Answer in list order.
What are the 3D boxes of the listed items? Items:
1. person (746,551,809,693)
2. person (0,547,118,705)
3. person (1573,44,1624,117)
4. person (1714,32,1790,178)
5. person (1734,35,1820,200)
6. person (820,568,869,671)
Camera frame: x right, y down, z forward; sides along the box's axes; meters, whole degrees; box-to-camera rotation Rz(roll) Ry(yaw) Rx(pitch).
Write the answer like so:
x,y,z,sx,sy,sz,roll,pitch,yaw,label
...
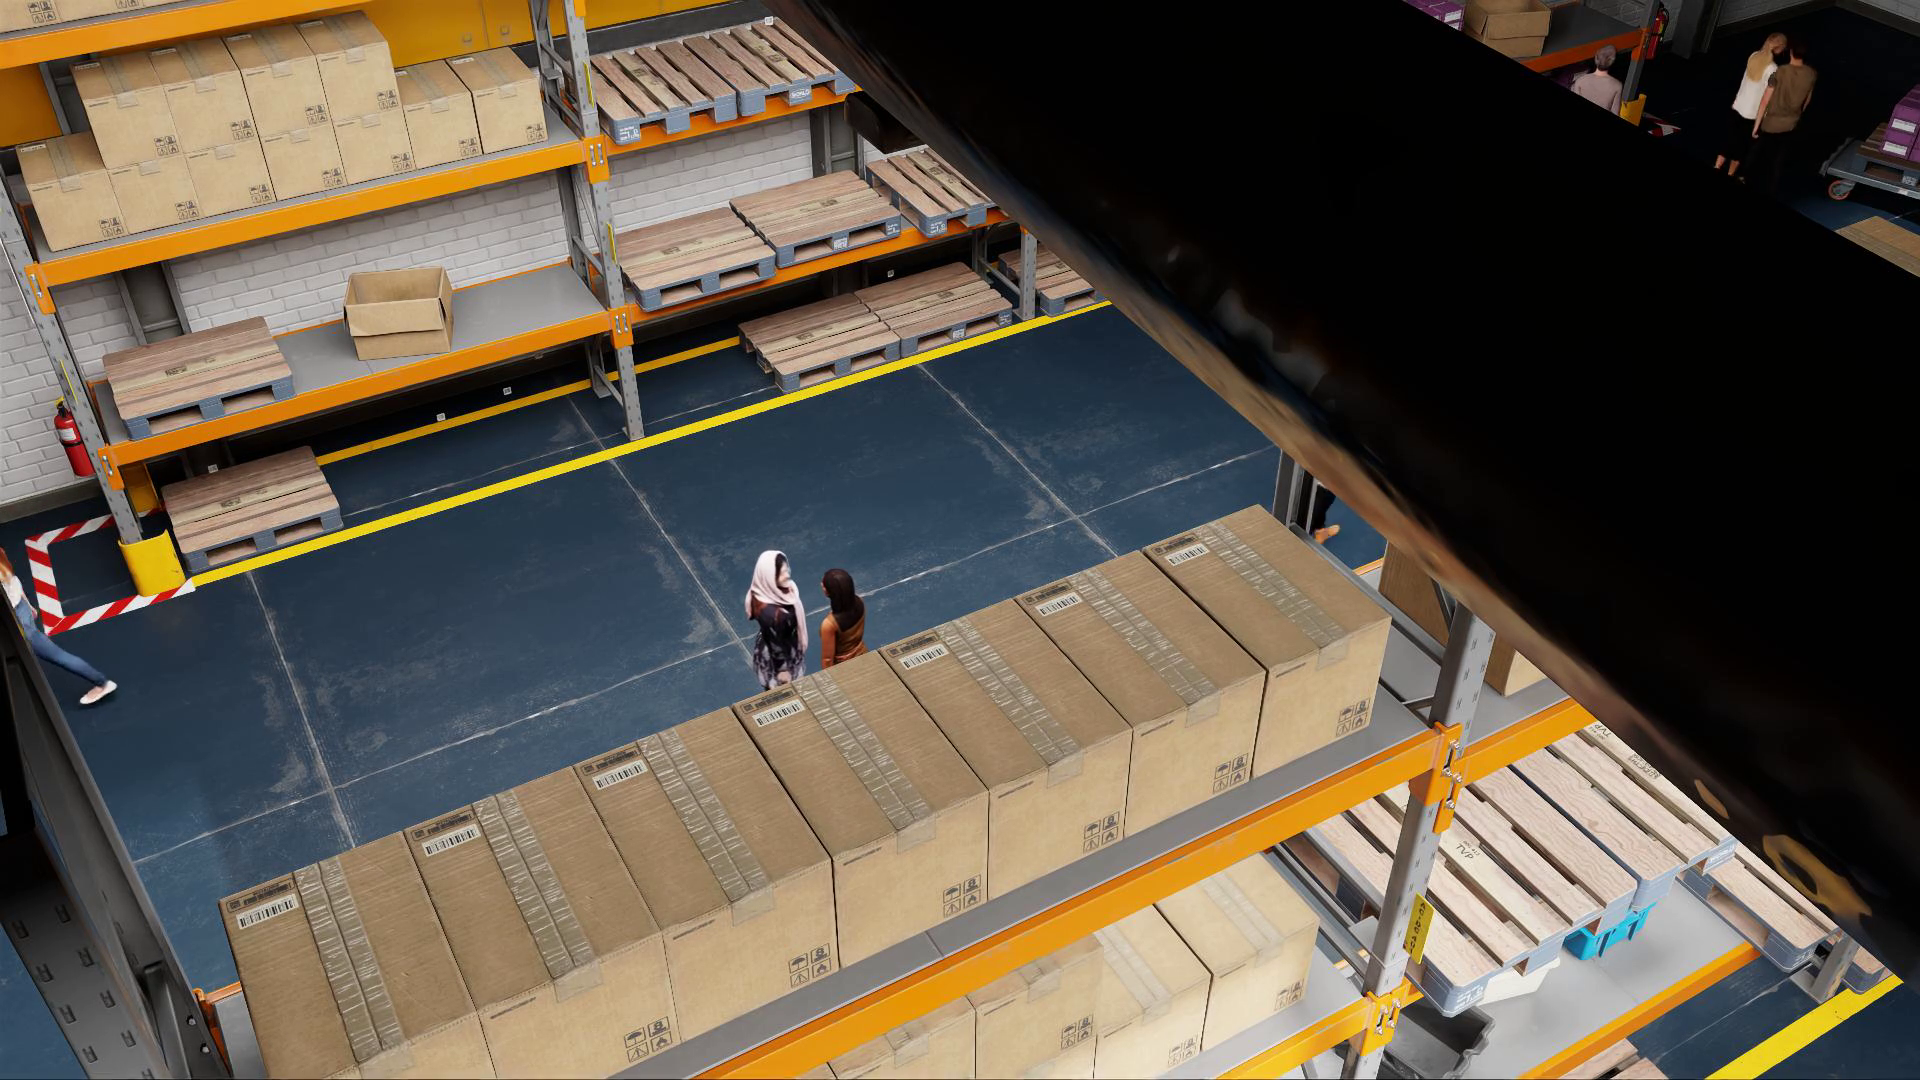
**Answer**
x,y,z,sx,sy,sz,roll,pitch,yaw,label
-1.220,0.731,11.116,0.754,1.635,0.731,-3,39,-4,person
-6.328,0.537,11.322,1.162,1.682,0.644,-17,42,-20,person
6.418,-4.144,17.031,0.766,1.872,0.814,11,40,13,person
8.228,-4.437,17.436,0.778,1.824,0.747,-16,41,-19,person
8.498,-4.244,17.219,1.259,1.794,1.232,6,39,7,person
-0.748,0.855,10.923,0.698,1.683,0.593,20,43,24,person
